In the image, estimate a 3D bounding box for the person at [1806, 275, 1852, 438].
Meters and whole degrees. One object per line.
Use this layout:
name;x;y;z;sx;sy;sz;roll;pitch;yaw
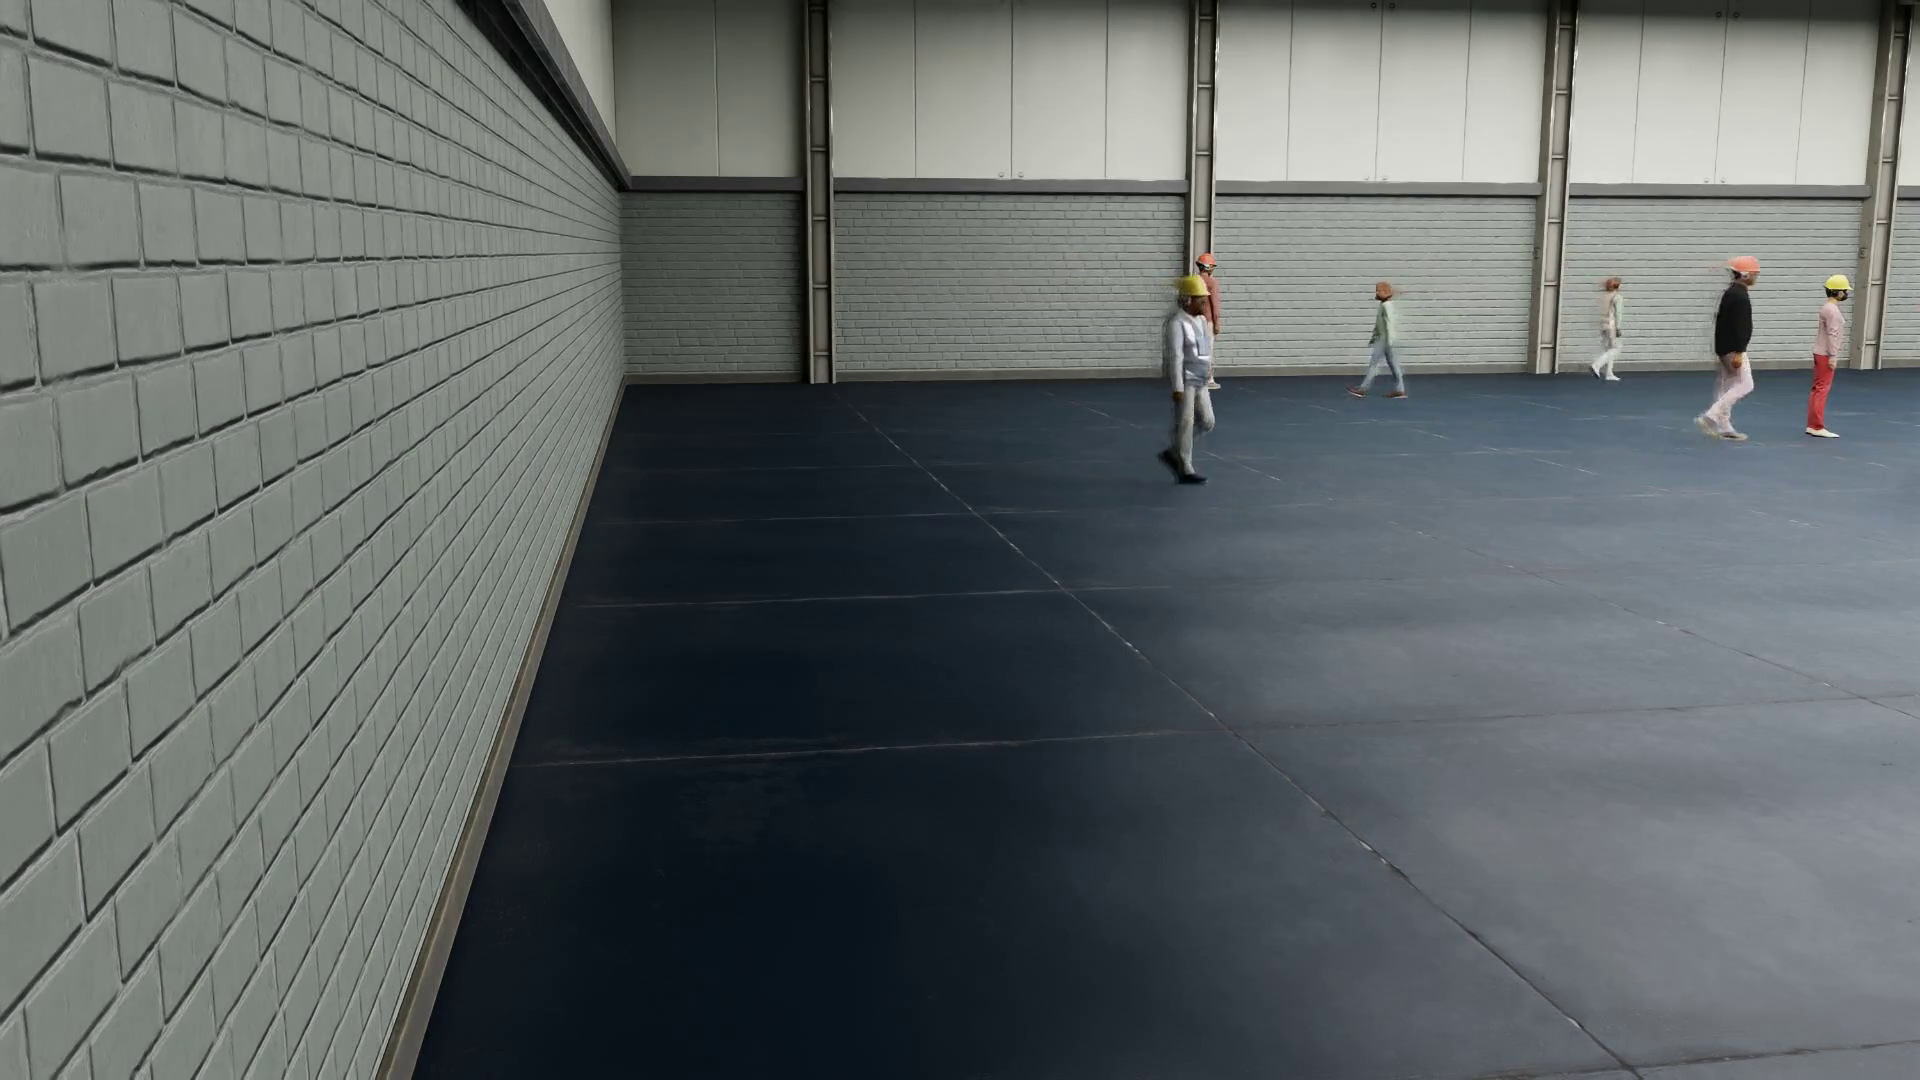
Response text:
person;9.507;-2.007;18.188;0.327;1.769;0.525;3;10;19

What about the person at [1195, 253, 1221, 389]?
person;3.592;-3.219;24.527;0.392;1.988;0.609;-8;13;-40

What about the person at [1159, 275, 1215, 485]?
person;1.978;-1.380;14.414;0.430;1.820;0.618;6;12;32

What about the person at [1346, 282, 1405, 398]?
person;5.790;-2.754;22.977;0.831;1.592;0.512;2;10;12

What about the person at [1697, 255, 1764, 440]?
person;8.241;-2.032;17.715;0.495;1.978;0.640;2;10;10

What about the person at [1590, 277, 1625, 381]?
person;10.116;-3.285;25.927;0.460;1.624;0.533;-1;10;-4
